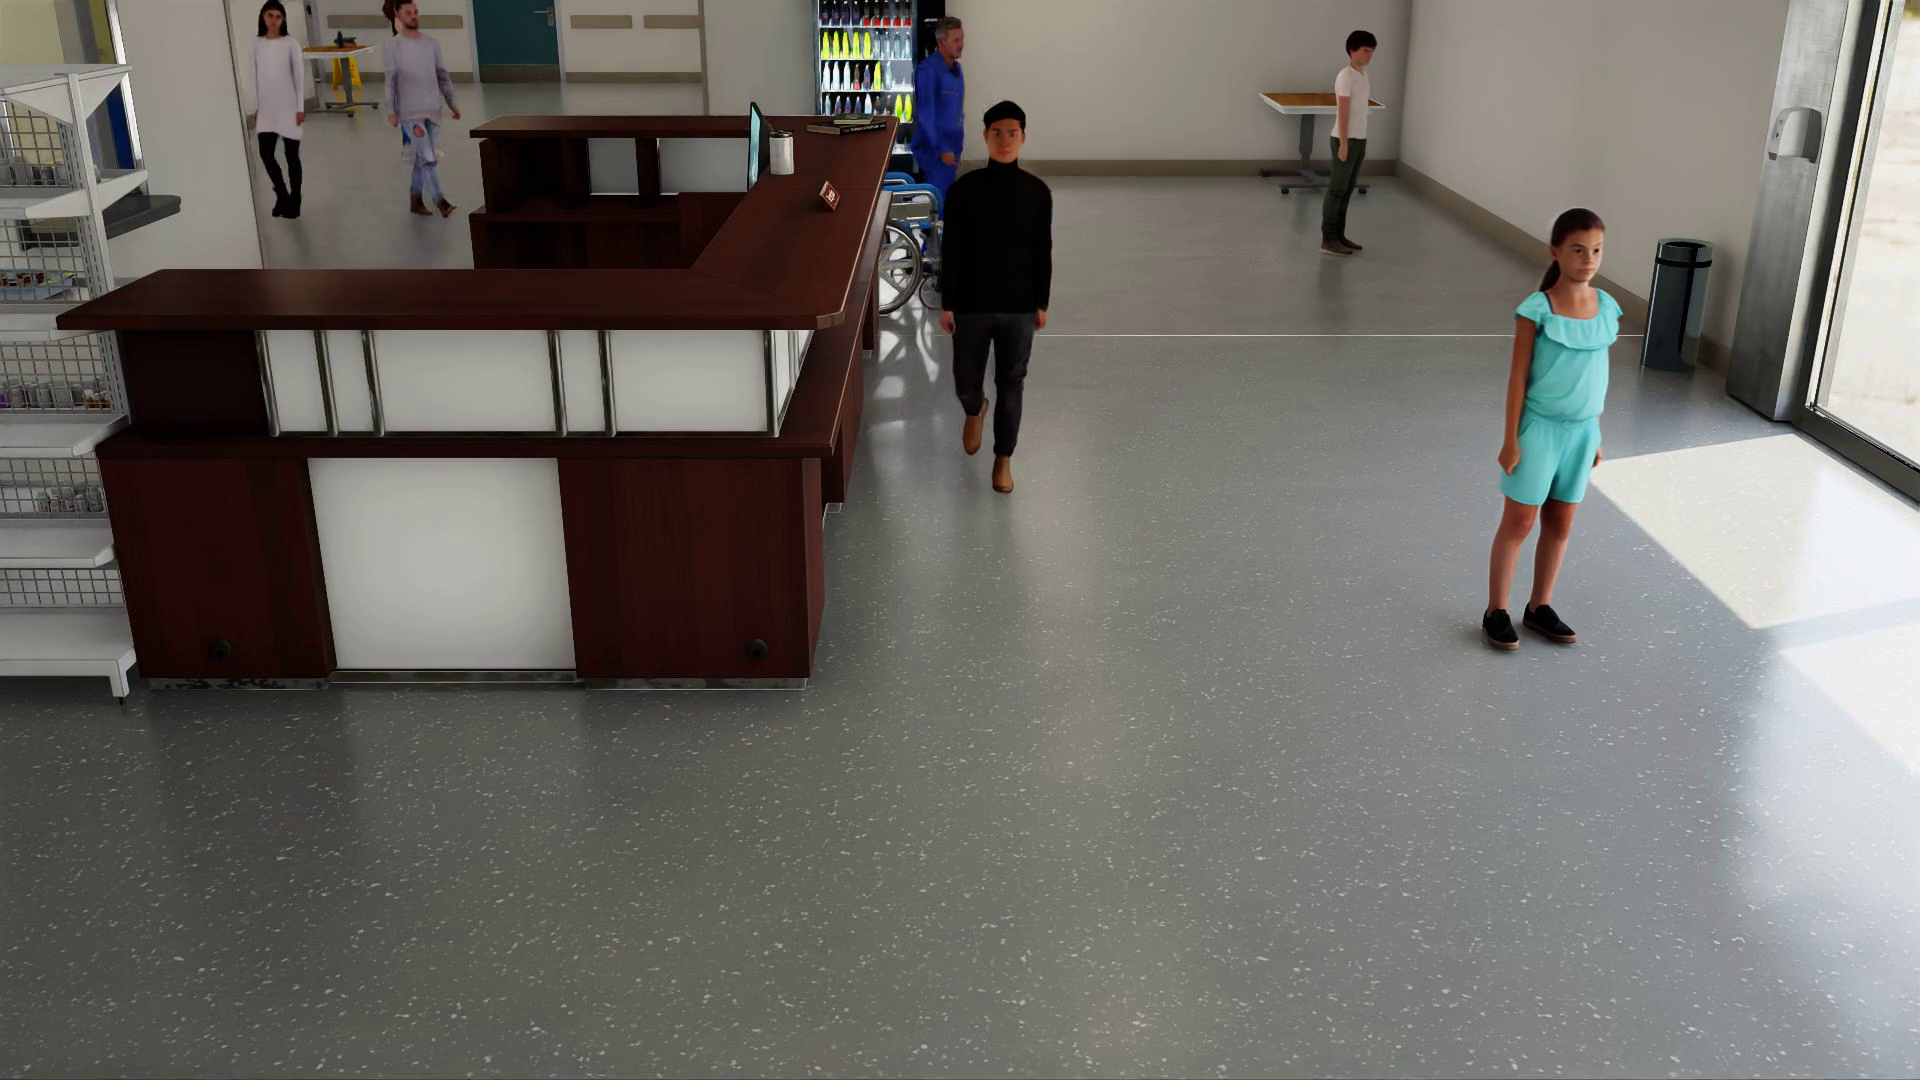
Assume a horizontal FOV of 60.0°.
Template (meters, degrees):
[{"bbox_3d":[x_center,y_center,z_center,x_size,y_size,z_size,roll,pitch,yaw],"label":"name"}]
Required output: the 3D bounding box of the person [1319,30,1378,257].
[{"bbox_3d":[2.957,-3.021,12.657,0.701,1.653,0.667,14,25,32],"label":"person"}]

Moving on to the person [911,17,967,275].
[{"bbox_3d":[-0.208,-2.714,11.653,0.882,1.789,0.893,6,22,15],"label":"person"}]

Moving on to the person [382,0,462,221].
[{"bbox_3d":[-4.568,-3.585,13.935,1.201,1.802,1.106,16,26,37],"label":"person"}]

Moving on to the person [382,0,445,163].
[{"bbox_3d":[-5.769,-4.797,17.178,0.805,1.771,0.744,-18,27,-39],"label":"person"}]

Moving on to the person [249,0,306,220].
[{"bbox_3d":[-5.679,-3.618,14.047,0.520,1.784,0.704,1,21,4],"label":"person"}]

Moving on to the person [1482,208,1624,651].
[{"bbox_3d":[2.077,-0.382,5.823,0.524,1.558,0.652,-5,21,-12],"label":"person"}]

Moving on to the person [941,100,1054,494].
[{"bbox_3d":[0.146,-1.100,7.503,0.810,1.711,0.726,-1,21,-3],"label":"person"}]
